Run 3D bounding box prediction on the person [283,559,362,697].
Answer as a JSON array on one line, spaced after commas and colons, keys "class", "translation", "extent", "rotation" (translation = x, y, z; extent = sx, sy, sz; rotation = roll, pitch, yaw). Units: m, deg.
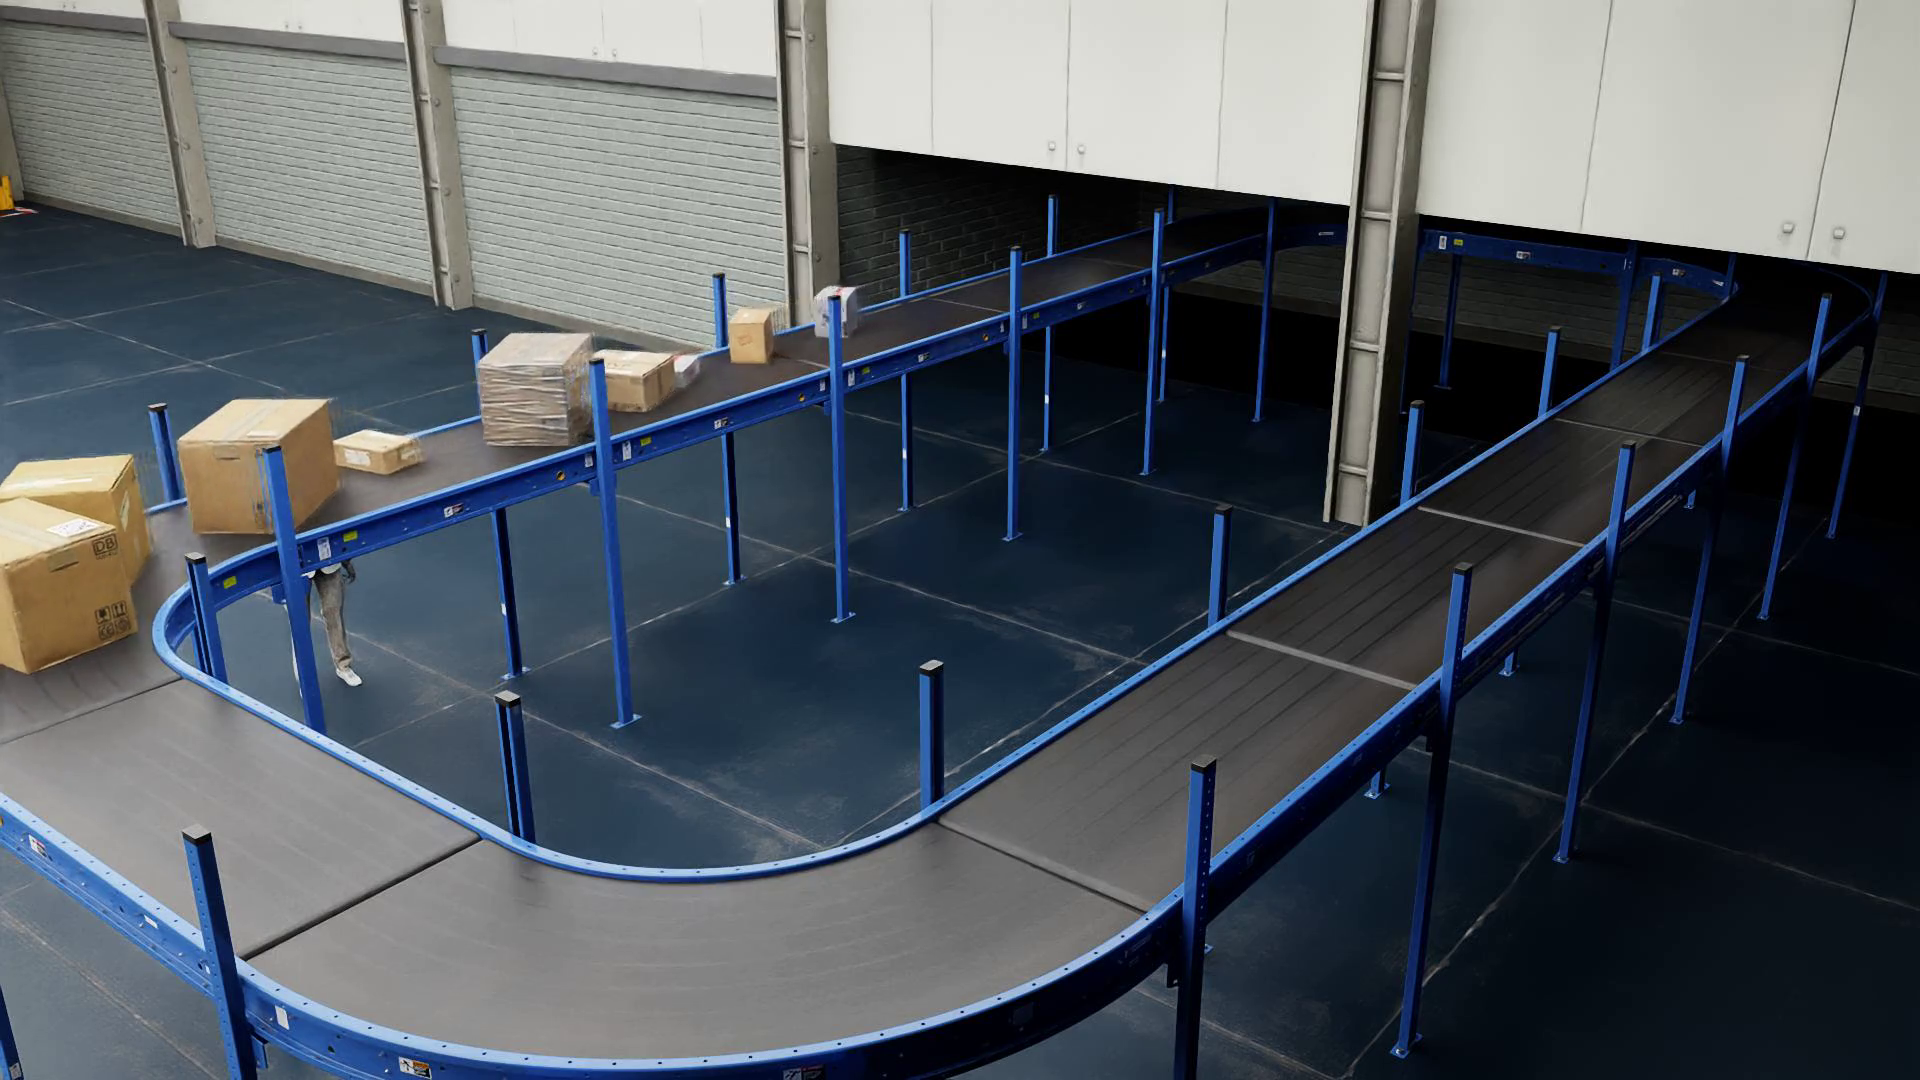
[{"class": "person", "translation": [-4.075, 0.191, 10.466], "extent": [0.511, 1.639, 0.308], "rotation": [-16, 27, -35]}]
